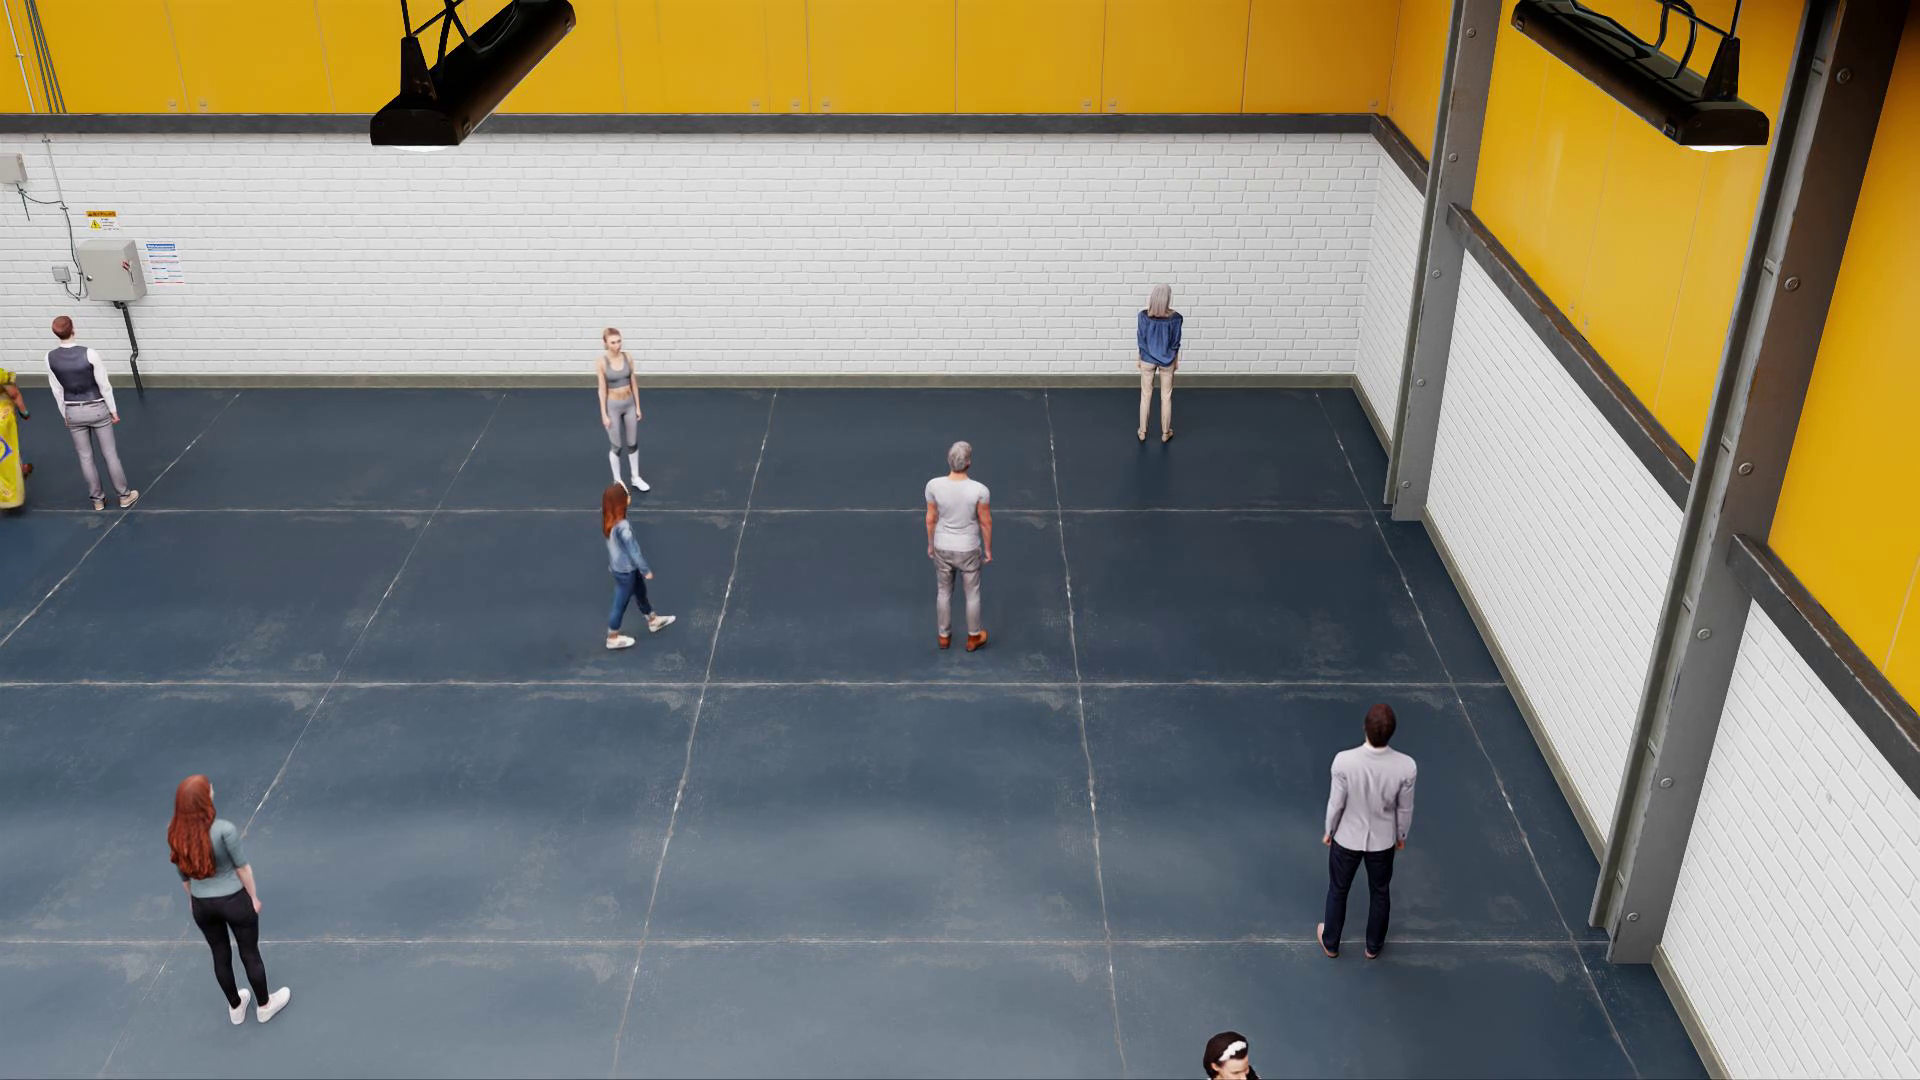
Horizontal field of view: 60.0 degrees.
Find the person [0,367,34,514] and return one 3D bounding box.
[{"bbox_3d":[-9.093,-1.032,15.673,0.821,1.612,1.177,-2,29,-3],"label":"person"}]

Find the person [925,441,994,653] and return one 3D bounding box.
[{"bbox_3d":[-0.018,0.060,13.447,0.738,1.827,0.622,6,29,11],"label":"person"}]

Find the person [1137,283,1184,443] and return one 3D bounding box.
[{"bbox_3d":[2.027,-1.824,17.037,0.641,1.697,0.597,4,29,7],"label":"person"}]

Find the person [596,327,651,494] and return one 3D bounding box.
[{"bbox_3d":[-3.273,-1.251,15.981,0.651,1.703,0.696,-21,35,-33],"label":"person"}]

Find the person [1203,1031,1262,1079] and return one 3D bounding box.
[{"bbox_3d":[1.224,3.056,7.964,0.858,1.818,0.913,-22,35,-34],"label":"person"}]

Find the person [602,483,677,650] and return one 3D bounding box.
[{"bbox_3d":[-2.794,0.246,13.497,0.841,1.454,0.885,-12,31,-21],"label":"person"}]

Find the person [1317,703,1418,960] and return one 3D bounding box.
[{"bbox_3d":[2.491,1.802,10.227,0.691,1.853,0.595,3,29,5],"label":"person"}]

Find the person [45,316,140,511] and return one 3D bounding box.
[{"bbox_3d":[-8.213,-1.205,15.650,0.705,1.938,0.645,-6,29,-11],"label":"person"}]

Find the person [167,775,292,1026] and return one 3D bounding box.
[{"bbox_3d":[-4.327,2.121,9.759,0.576,1.742,0.540,2,29,3],"label":"person"}]
